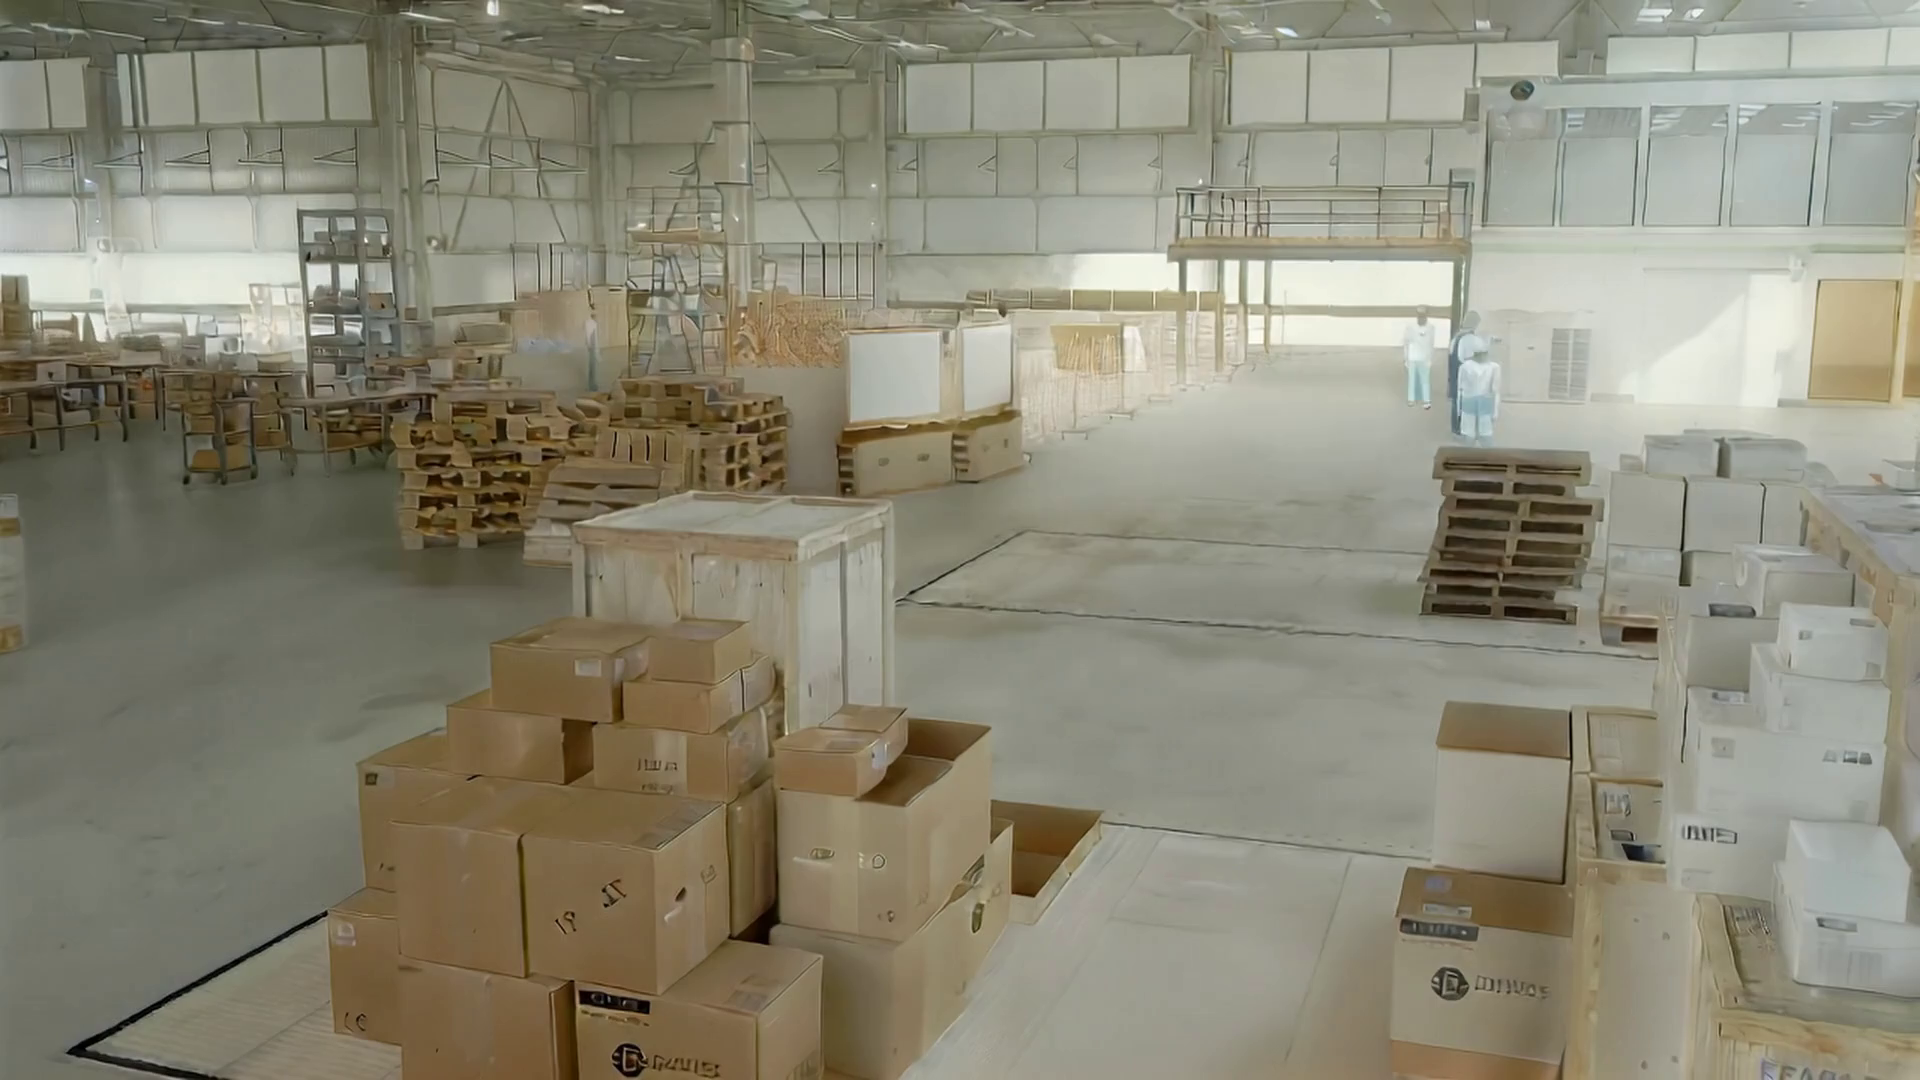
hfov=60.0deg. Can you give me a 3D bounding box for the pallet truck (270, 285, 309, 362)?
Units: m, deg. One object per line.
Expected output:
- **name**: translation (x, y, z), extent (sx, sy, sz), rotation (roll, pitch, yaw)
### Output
- **pallet truck**: translation (-17.147, -5.700, 43.663), extent (0.823, 1.965, 1.885), rotation (3, 11, 17)

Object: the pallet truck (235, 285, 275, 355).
- **pallet truck**: translation (-18.327, -5.835, 44.421), extent (0.823, 1.965, 1.885), rotation (4, 11, 23)

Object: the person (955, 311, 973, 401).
- **person**: translation (0.089, -3.600, 32.517), extent (0.348, 1.756, 0.518), rotation (-2, 10, -11)

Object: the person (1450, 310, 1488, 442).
- **person**: translation (7.899, -2.545, 25.771), extent (0.537, 2.000, 0.683), rotation (-2, 10, -12)

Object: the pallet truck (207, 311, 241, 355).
- **pallet truck**: translation (-19.537, -5.575, 44.913), extent (0.653, 1.274, 1.630), rotation (3, 11, 19)

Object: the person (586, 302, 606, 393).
- **person**: translation (-7.495, -3.941, 34.131), extent (0.332, 1.866, 0.514), rotation (-4, 11, -21)

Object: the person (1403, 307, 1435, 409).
- **person**: translation (8.518, -3.362, 30.843), extent (0.596, 1.874, 0.994), rotation (0, 10, 3)

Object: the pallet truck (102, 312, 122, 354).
- **pallet truck**: translation (-23.057, -5.777, 46.261), extent (0.680, 1.201, 1.601), rotation (3, 11, 19)

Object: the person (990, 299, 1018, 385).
- **person**: translation (0.907, -4.303, 36.199), extent (0.601, 1.847, 0.846), rotation (5, 11, 26)

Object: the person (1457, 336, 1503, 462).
- **person**: translation (6.558, -1.618, 21.008), extent (0.566, 1.908, 0.653), rotation (4, 11, 22)

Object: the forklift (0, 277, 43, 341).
- **forklift**: translation (-27.151, -6.329, 46.328), extent (1.157, 1.987, 2.680), rotation (3, 11, 17)

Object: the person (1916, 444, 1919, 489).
- **person**: translation (7.339, -0.147, 12.260), extent (0.608, 2.044, 0.370), rotation (2, 10, 12)

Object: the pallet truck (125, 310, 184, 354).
- **pallet truck**: translation (-22.038, -5.665, 45.457), extent (0.704, 1.261, 1.522), rotation (3, 11, 17)
